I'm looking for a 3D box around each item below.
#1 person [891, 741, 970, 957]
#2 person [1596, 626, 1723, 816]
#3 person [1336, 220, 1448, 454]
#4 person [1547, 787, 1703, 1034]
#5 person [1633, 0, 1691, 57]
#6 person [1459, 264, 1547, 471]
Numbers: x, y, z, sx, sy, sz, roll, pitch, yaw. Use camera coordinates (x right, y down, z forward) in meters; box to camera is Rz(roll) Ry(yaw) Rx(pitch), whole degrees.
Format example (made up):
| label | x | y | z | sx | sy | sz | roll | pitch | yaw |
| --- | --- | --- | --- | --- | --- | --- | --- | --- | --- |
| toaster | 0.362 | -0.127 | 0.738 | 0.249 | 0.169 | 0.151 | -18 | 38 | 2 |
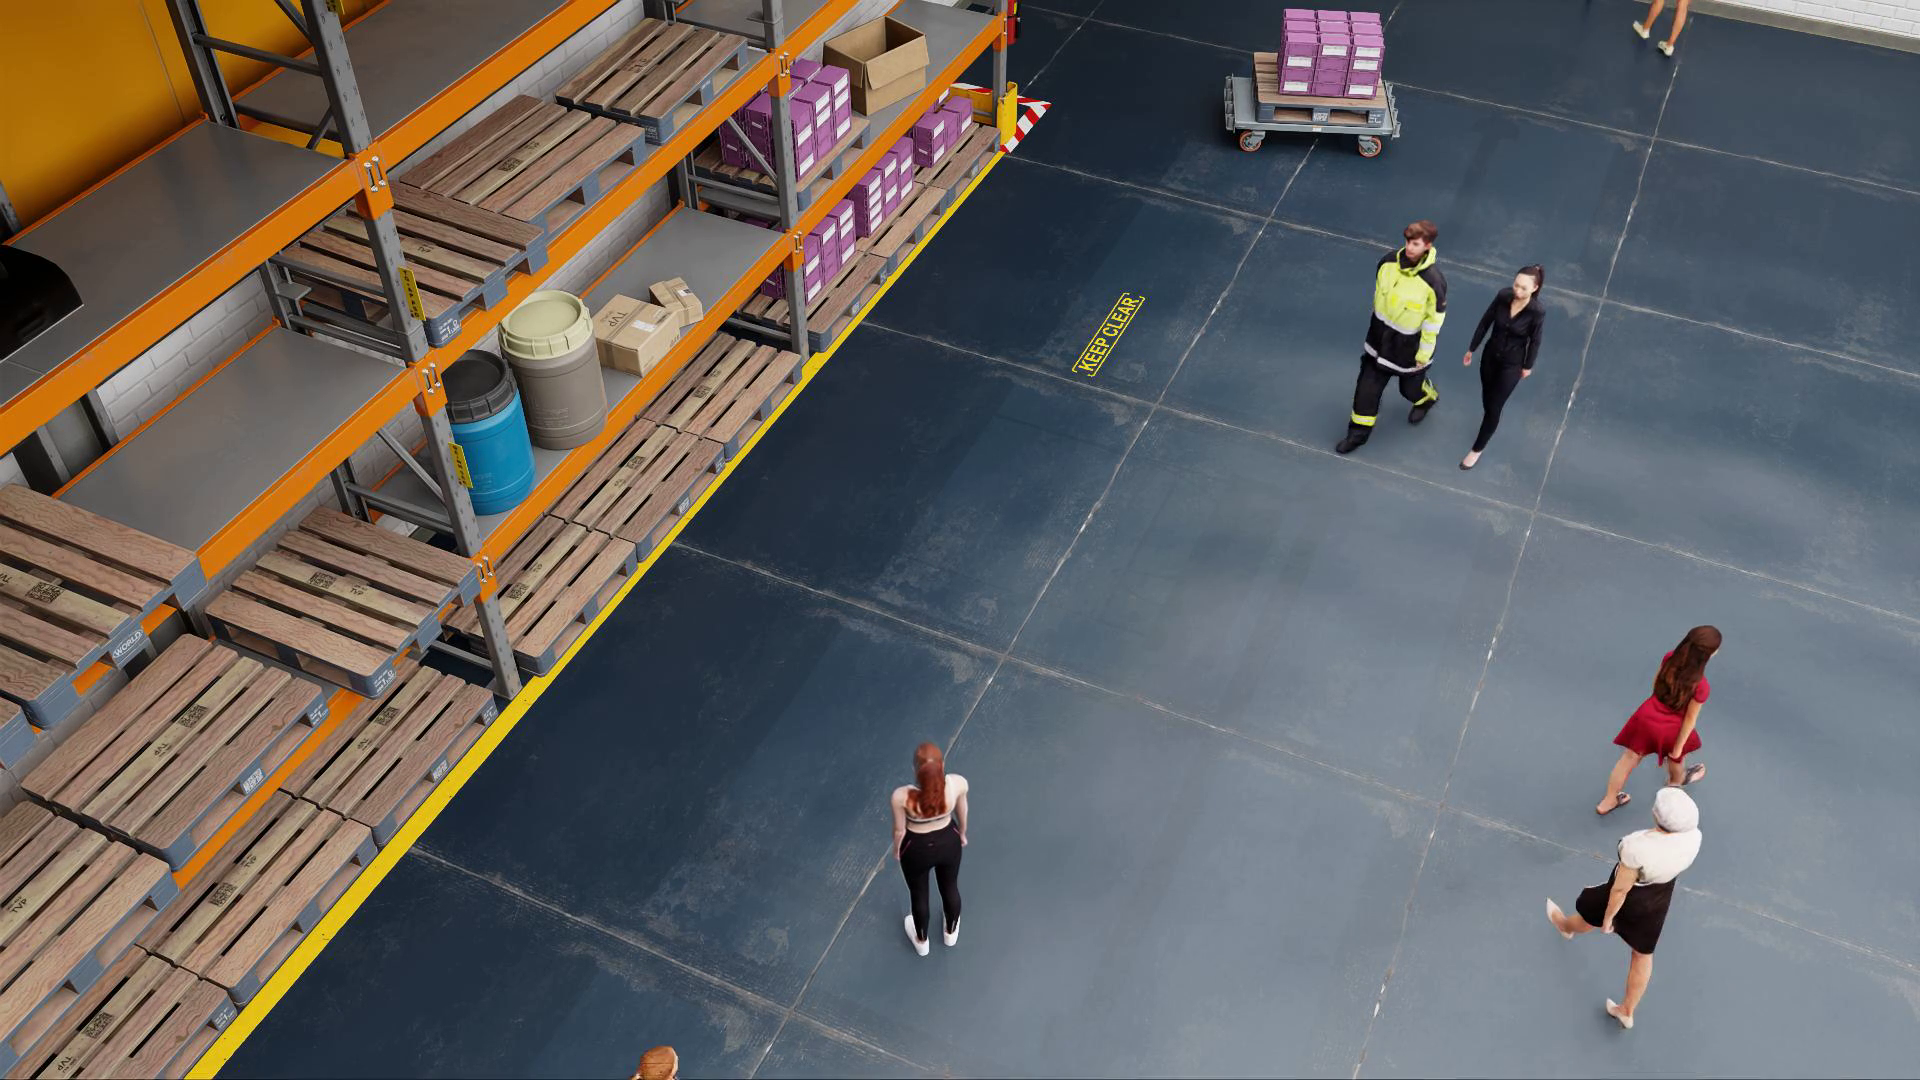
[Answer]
| label | x | y | z | sx | sy | sz | roll | pitch | yaw |
| --- | --- | --- | --- | --- | --- | --- | --- | --- | --- |
| person | -0.156 | 1.699 | 9.162 | 0.669 | 1.740 | 0.714 | -11 | 45 | -11 |
| person | 4.146 | 1.120 | 9.930 | 1.054 | 1.517 | 0.931 | -19 | 47 | -19 |
| person | 3.367 | -1.552 | 12.426 | 1.362 | 1.944 | 1.088 | -33 | 53 | -30 |
| person | 3.650 | 2.003 | 8.865 | 1.014 | 1.709 | 1.175 | -7 | 44 | -7 |
| person | 7.487 | -5.819 | 17.030 | 0.852 | 1.771 | 0.975 | -6 | 44 | -6 |
| person | 4.065 | -1.355 | 12.406 | 0.955 | 1.687 | 0.792 | -33 | 53 | -30 |
